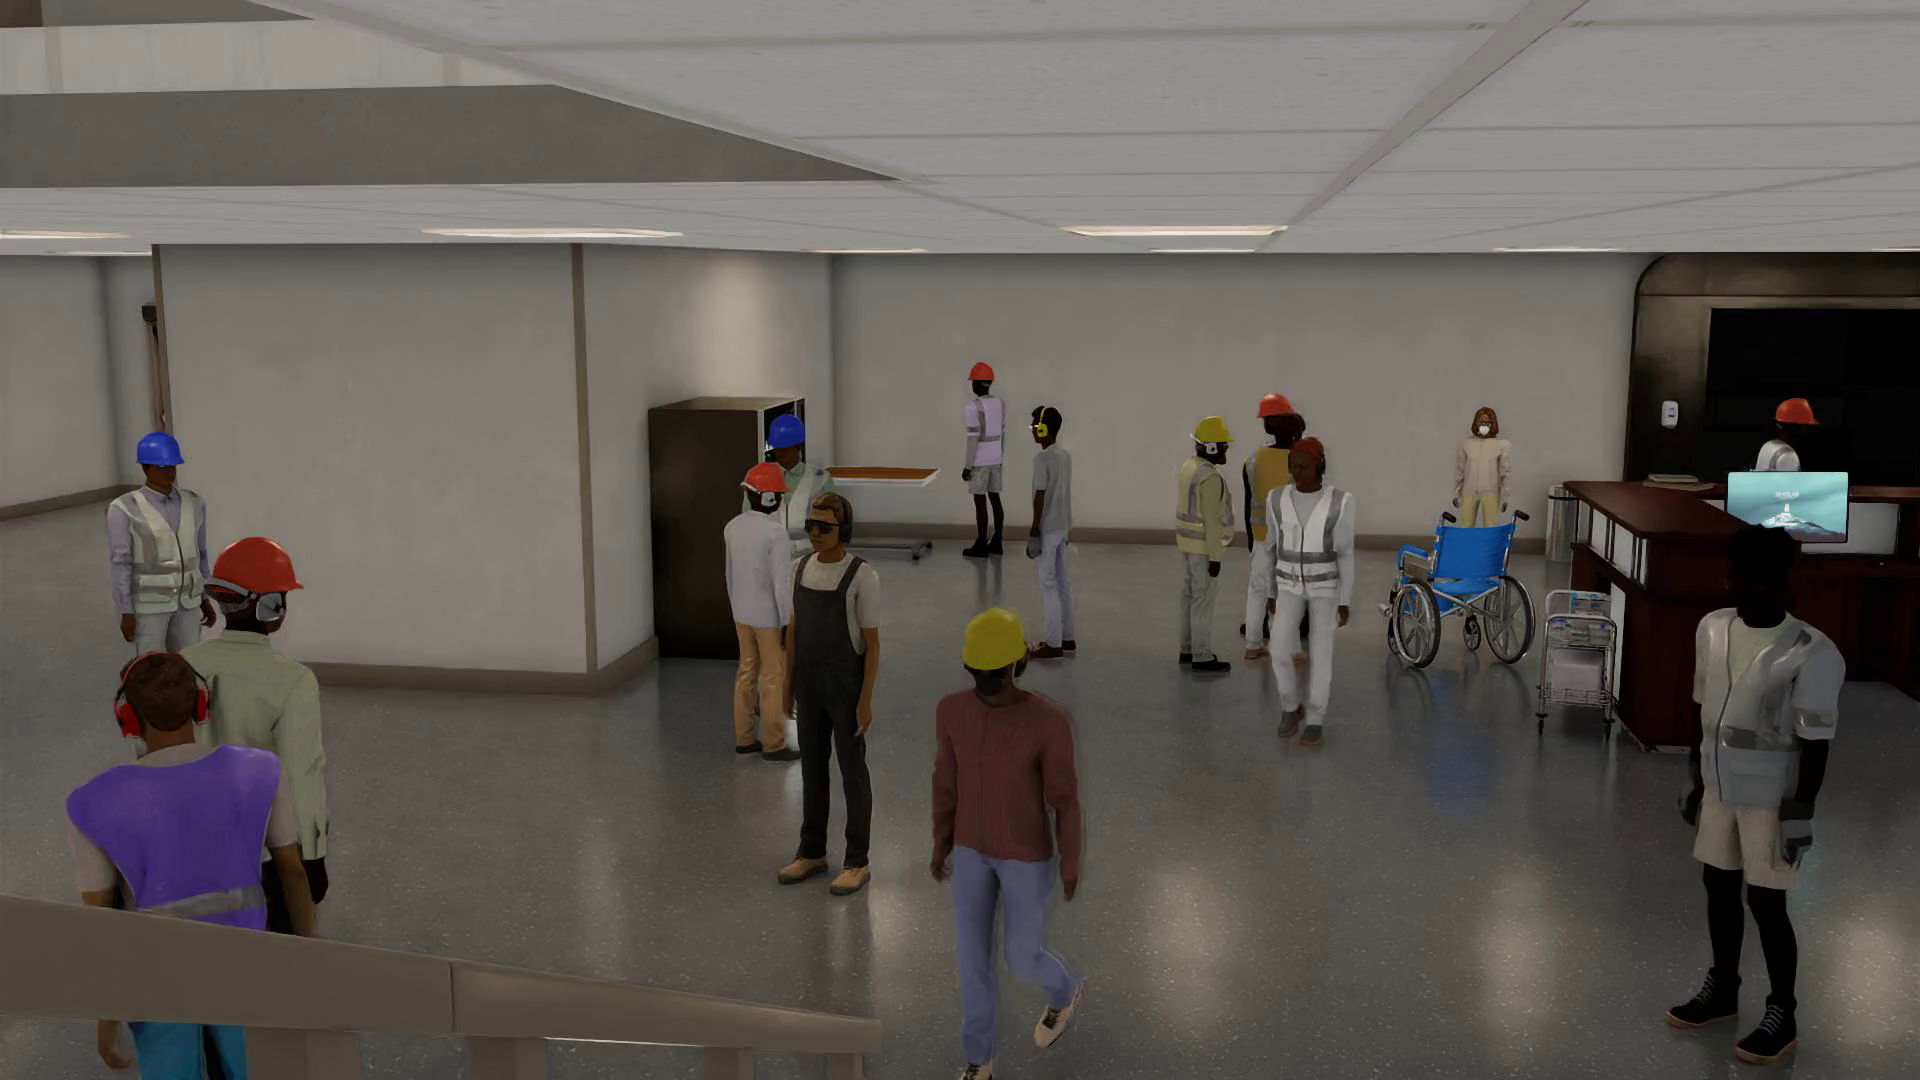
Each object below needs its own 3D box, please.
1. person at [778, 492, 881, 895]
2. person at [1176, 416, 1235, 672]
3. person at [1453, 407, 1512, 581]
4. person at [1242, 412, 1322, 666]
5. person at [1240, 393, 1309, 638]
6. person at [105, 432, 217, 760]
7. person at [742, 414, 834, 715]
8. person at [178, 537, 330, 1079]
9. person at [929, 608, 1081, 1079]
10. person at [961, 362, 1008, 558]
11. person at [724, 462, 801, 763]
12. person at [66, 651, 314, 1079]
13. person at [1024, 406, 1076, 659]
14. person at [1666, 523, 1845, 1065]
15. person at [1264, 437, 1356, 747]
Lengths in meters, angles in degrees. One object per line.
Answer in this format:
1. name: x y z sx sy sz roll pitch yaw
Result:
1. person: -0.600 0.697 7.639 0.508 1.847 0.345 5 11 30
2. person: 1.743 0.035 11.805 0.403 1.828 0.596 -2 9 -10
3. person: 4.725 -0.394 15.068 0.504 1.627 0.285 5 11 30
4. person: 2.345 -0.007 12.050 0.626 1.836 0.431 8 12 40
5. person: 2.463 -0.176 12.790 0.581 1.914 0.589 -6 11 -34
6. person: -4.507 0.353 9.448 0.406 1.948 0.605 5 10 28
7. person: -1.098 0.160 10.661 0.602 1.941 0.402 -1 9 -3
8. person: -2.309 0.976 5.504 0.602 1.985 0.404 4 10 23
9. person: 0.178 1.056 5.755 0.558 1.742 0.576 5 11 29
10. person: 0.225 -0.794 16.553 0.365 1.939 0.542 9 13 43
11. person: -1.127 0.416 9.664 0.344 1.747 0.572 -8 12 -42
12. person: -2.044 1.217 4.543 0.597 1.815 0.628 -8 12 -39
13. person: 0.668 -0.058 12.282 0.336 1.861 0.496 5 10 26
14. person: 2.883 0.902 6.061 0.386 1.956 0.607 -3 10 -19
15. person: 2.075 0.317 9.937 0.581 1.870 0.438 5 10 28
